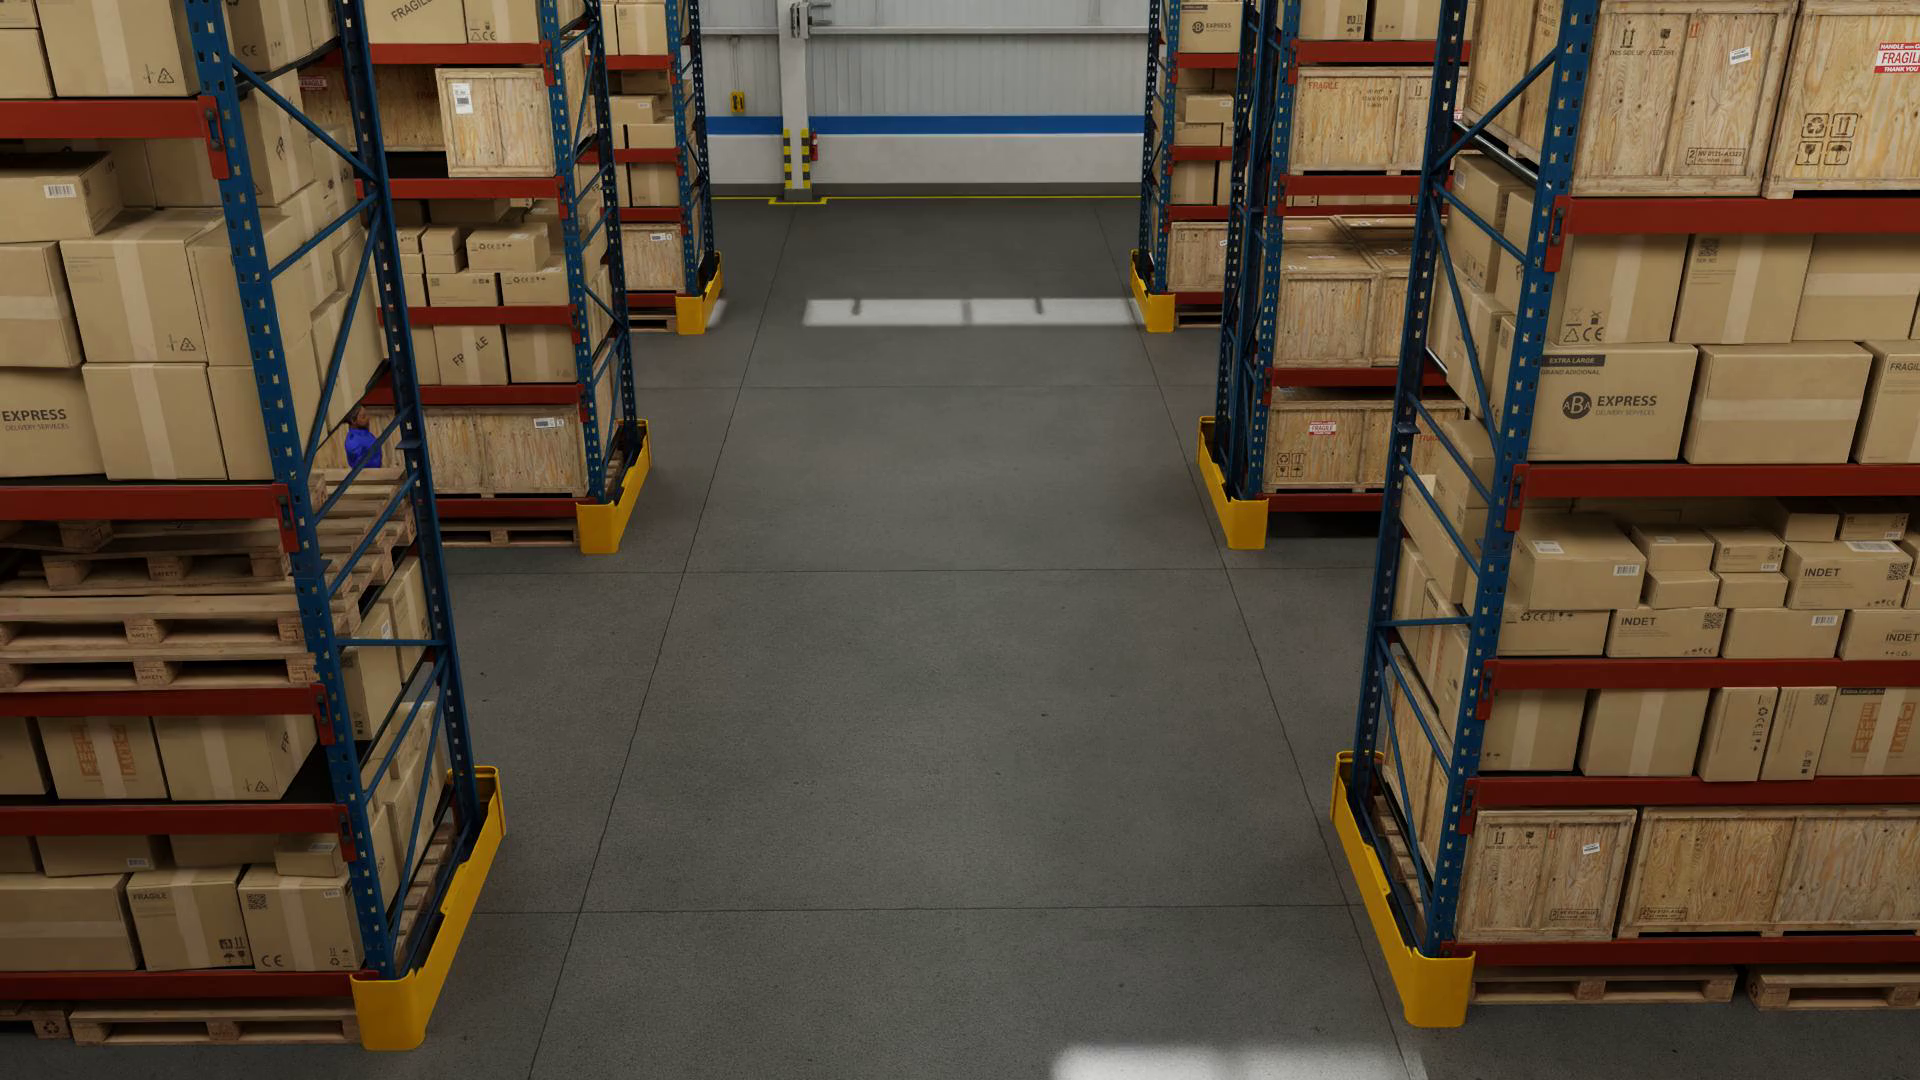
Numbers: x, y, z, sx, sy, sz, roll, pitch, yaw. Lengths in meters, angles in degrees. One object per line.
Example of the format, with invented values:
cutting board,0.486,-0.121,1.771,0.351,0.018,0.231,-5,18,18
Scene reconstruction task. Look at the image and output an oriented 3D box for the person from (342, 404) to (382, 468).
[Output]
person,-5.276,-0.456,14.971,0.377,1.658,0.448,-4,25,-9
